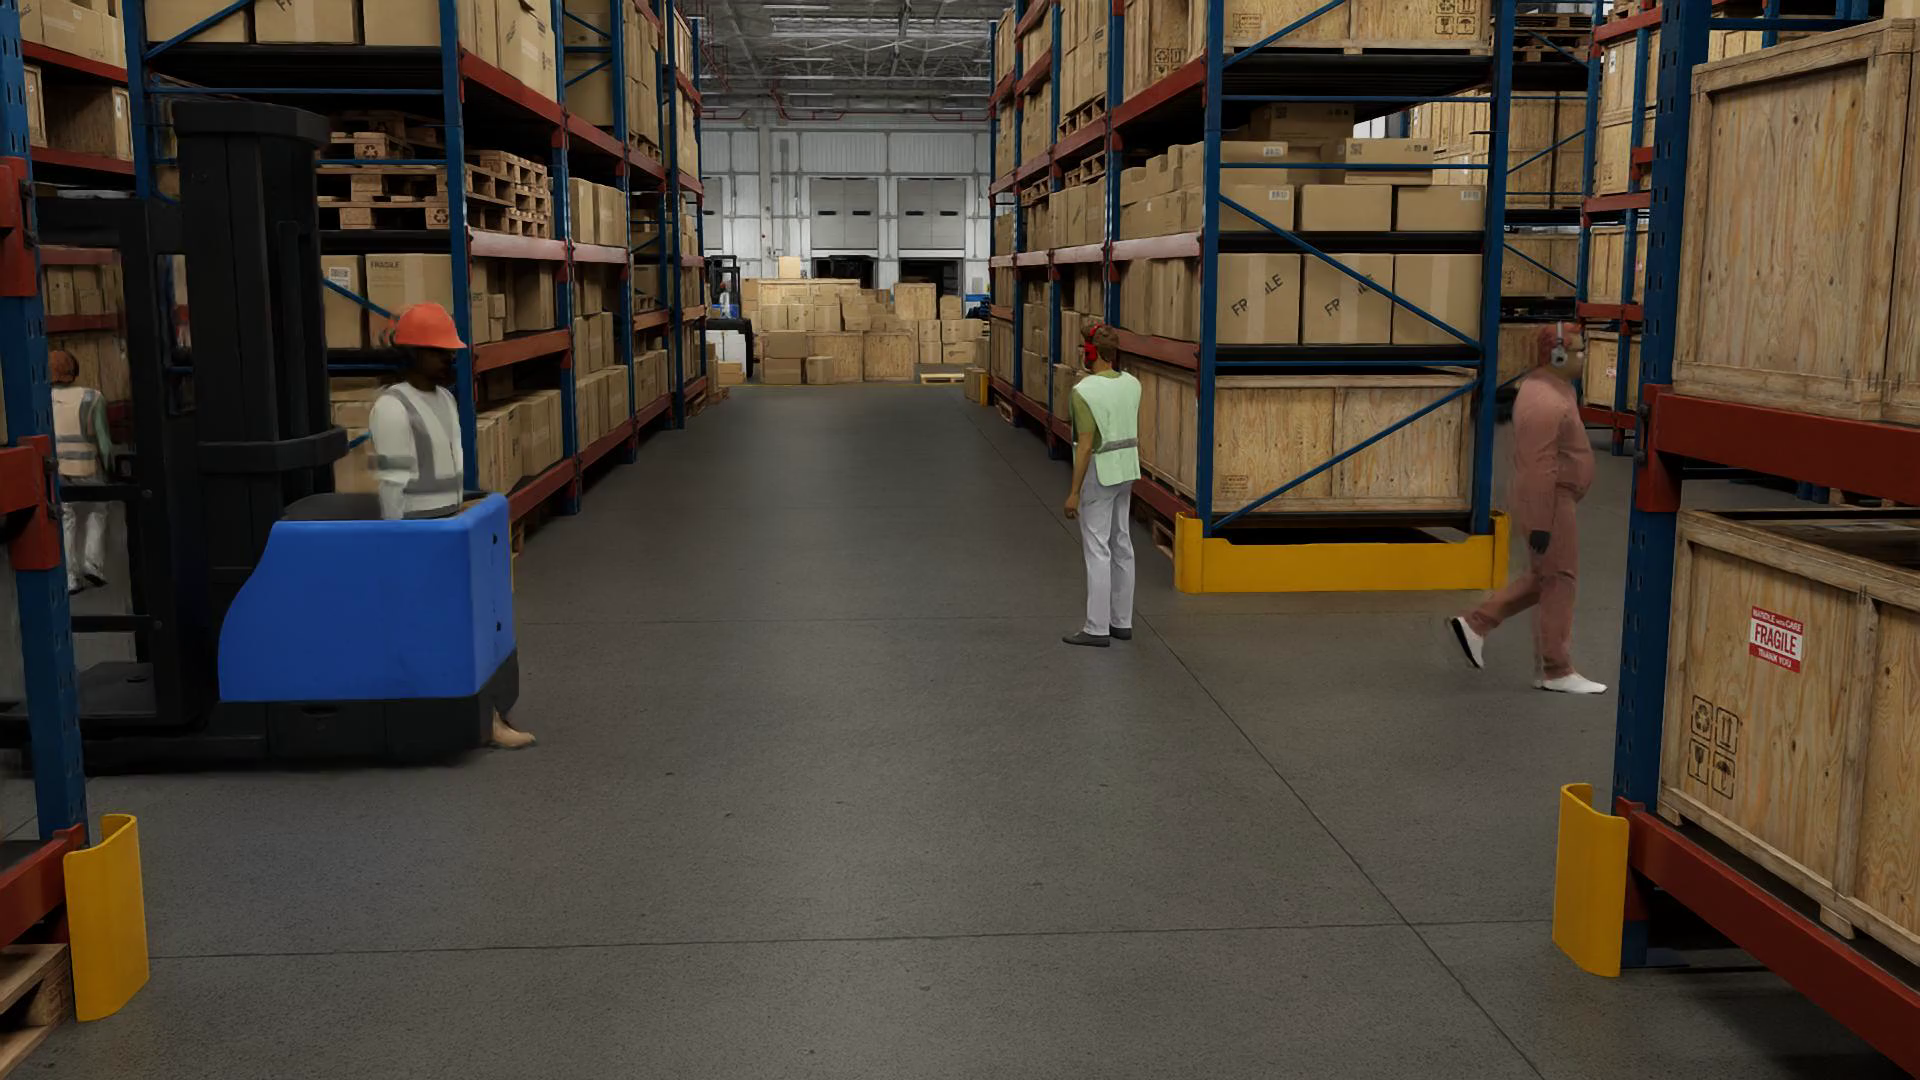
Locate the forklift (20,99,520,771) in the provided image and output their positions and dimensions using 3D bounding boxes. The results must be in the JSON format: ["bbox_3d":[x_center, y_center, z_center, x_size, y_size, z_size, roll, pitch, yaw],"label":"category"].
[{"bbox_3d":[-3.042,-0.486,7.379,1.873,2.768,1.129,-1,9,-4],"label":"forklift"}]

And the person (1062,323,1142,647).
[{"bbox_3d":[0.824,-0.307,9.492,0.388,1.847,0.563,8,12,41],"label":"person"}]

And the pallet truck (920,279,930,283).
[{"bbox_3d":[-0.932,-8.922,63.114,1.885,1.965,0.823,2,9,13],"label":"pallet truck"}]

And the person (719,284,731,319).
[{"bbox_3d":[-7.925,-7.680,55.835,0.992,1.830,0.592,-6,11,-33],"label":"person"}]

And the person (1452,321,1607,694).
[{"bbox_3d":[2.940,-0.164,8.452,0.671,1.891,0.657,2,9,15],"label":"person"}]

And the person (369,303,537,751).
[{"bbox_3d":[-2.433,-0.042,7.354,0.983,2.012,0.621,2,9,11],"label":"person"}]

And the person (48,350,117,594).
[{"bbox_3d":[-5.918,-0.454,11.090,0.551,1.619,0.392,-2,9,-14],"label":"person"}]

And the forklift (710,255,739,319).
[{"bbox_3d":[-8.368,-8.713,59.038,1.129,2.768,1.873,-1,9,-4],"label":"forklift"}]

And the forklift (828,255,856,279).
[{"bbox_3d":[-4.114,-8.592,58.281,1.129,2.768,1.873,-6,11,-31],"label":"forklift"}]
